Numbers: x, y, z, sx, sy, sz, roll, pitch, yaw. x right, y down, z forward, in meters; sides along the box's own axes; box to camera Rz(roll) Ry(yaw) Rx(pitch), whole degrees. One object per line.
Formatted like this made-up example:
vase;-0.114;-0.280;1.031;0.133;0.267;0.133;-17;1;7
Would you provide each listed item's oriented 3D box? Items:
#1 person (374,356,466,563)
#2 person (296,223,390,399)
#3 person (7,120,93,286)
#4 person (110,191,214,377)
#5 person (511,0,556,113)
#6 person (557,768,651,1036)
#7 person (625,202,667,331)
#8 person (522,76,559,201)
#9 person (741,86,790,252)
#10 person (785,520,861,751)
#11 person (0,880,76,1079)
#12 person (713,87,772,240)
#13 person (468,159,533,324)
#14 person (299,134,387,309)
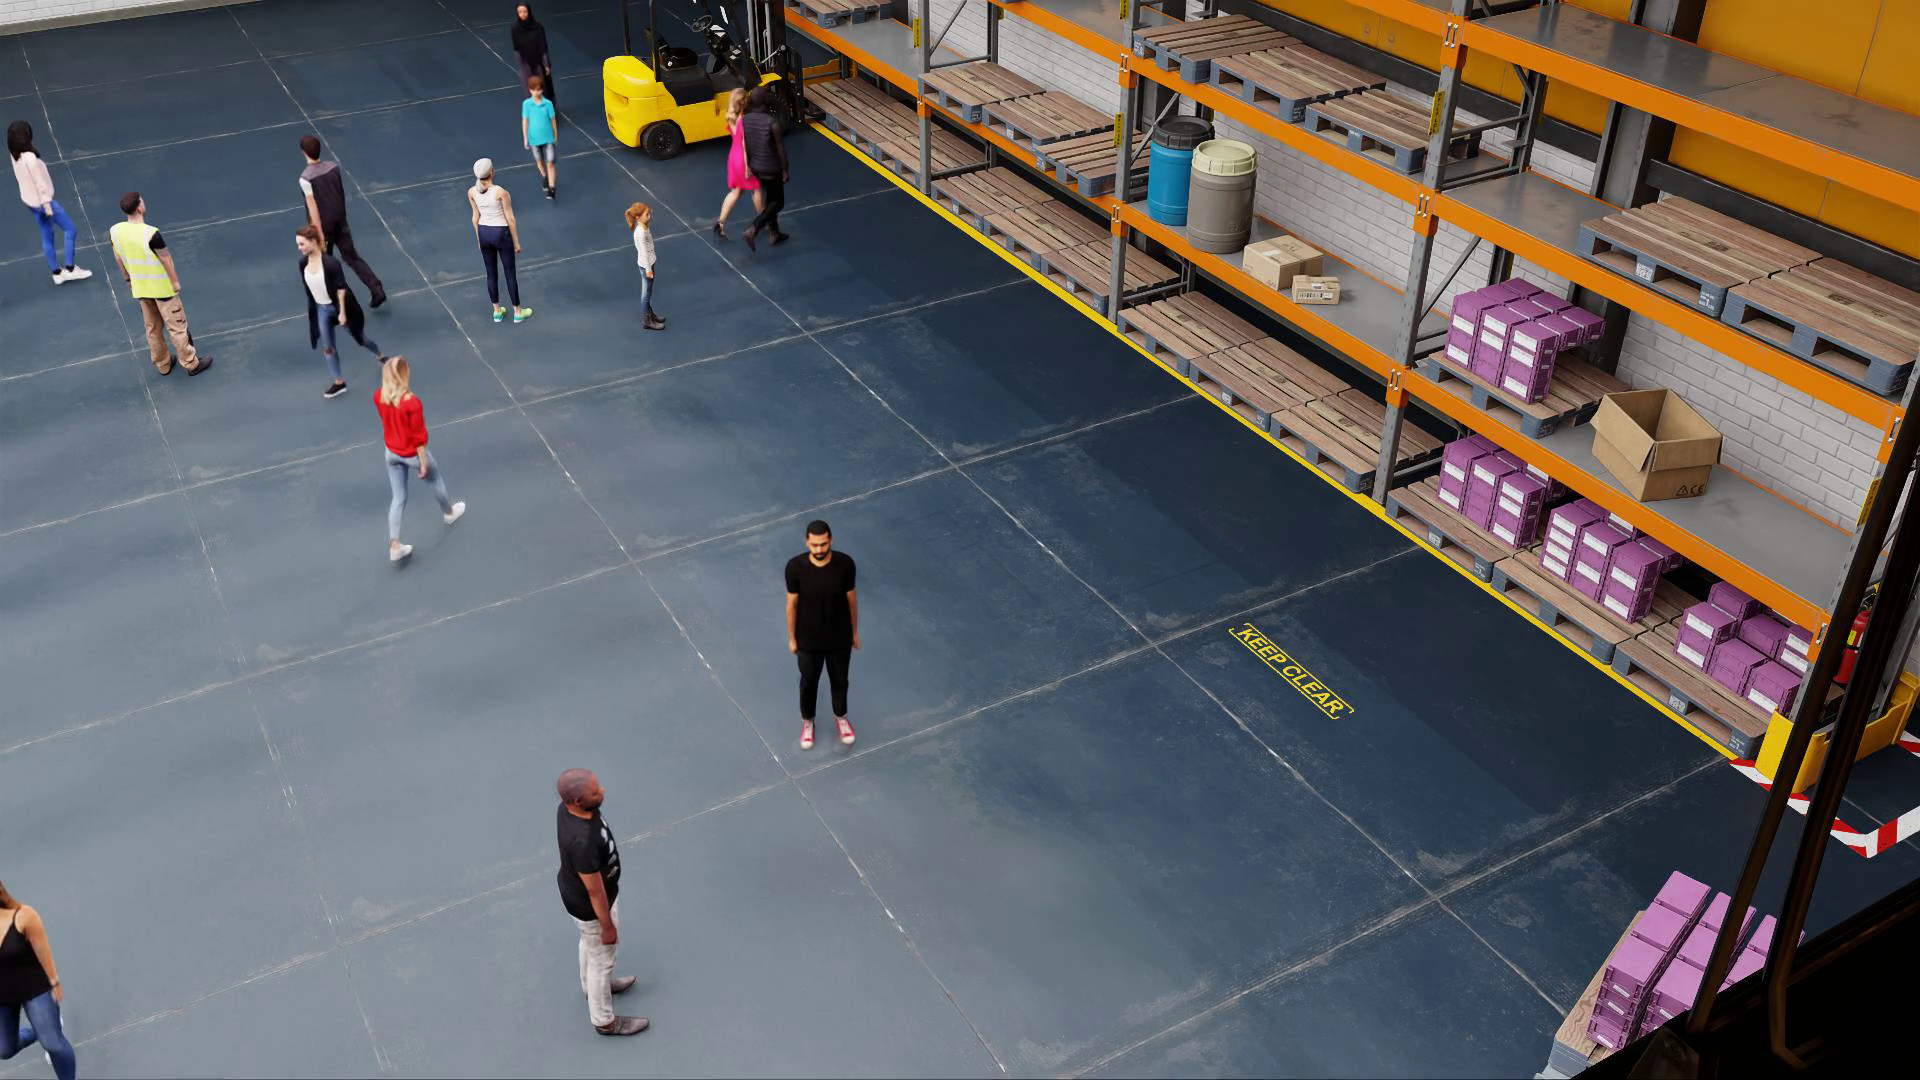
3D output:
person;-4.409;-0.593;13.125;1.118;1.609;1.164;10;35;14
person;-5.759;-2.163;15.443;1.017;1.658;1.091;5;34;7
person;-9.648;-3.480;17.334;0.677;1.758;0.819;26;41;33
person;-7.566;-2.404;15.635;0.855;1.846;0.906;5;34;7
person;-5.511;-6.176;21.527;0.753;1.605;0.915;-6;34;-9
person;-2.020;1.956;9.114;0.761;1.804;0.573;-12;35;-17
person;-3.145;-2.749;16.634;0.607;1.316;0.526;-4;34;-6
person;-4.922;-4.749;19.556;0.801;1.412;1.018;-2;34;-3
person;-2.132;-3.995;18.058;1.069;1.814;0.984;23;40;31
person;-0.918;0.615;11.173;0.694;1.758;0.666;-7;34;-10
person;-4.903;2.294;8.691;0.763;1.709;0.932;-5;34;-8
person;-2.486;-4.119;18.356;0.728;1.691;0.948;-24;40;-31
person;-4.648;-2.996;16.656;0.682;1.702;0.724;5;34;8
person;-6.289;-3.153;16.796;1.267;1.808;1.021;21;39;28
